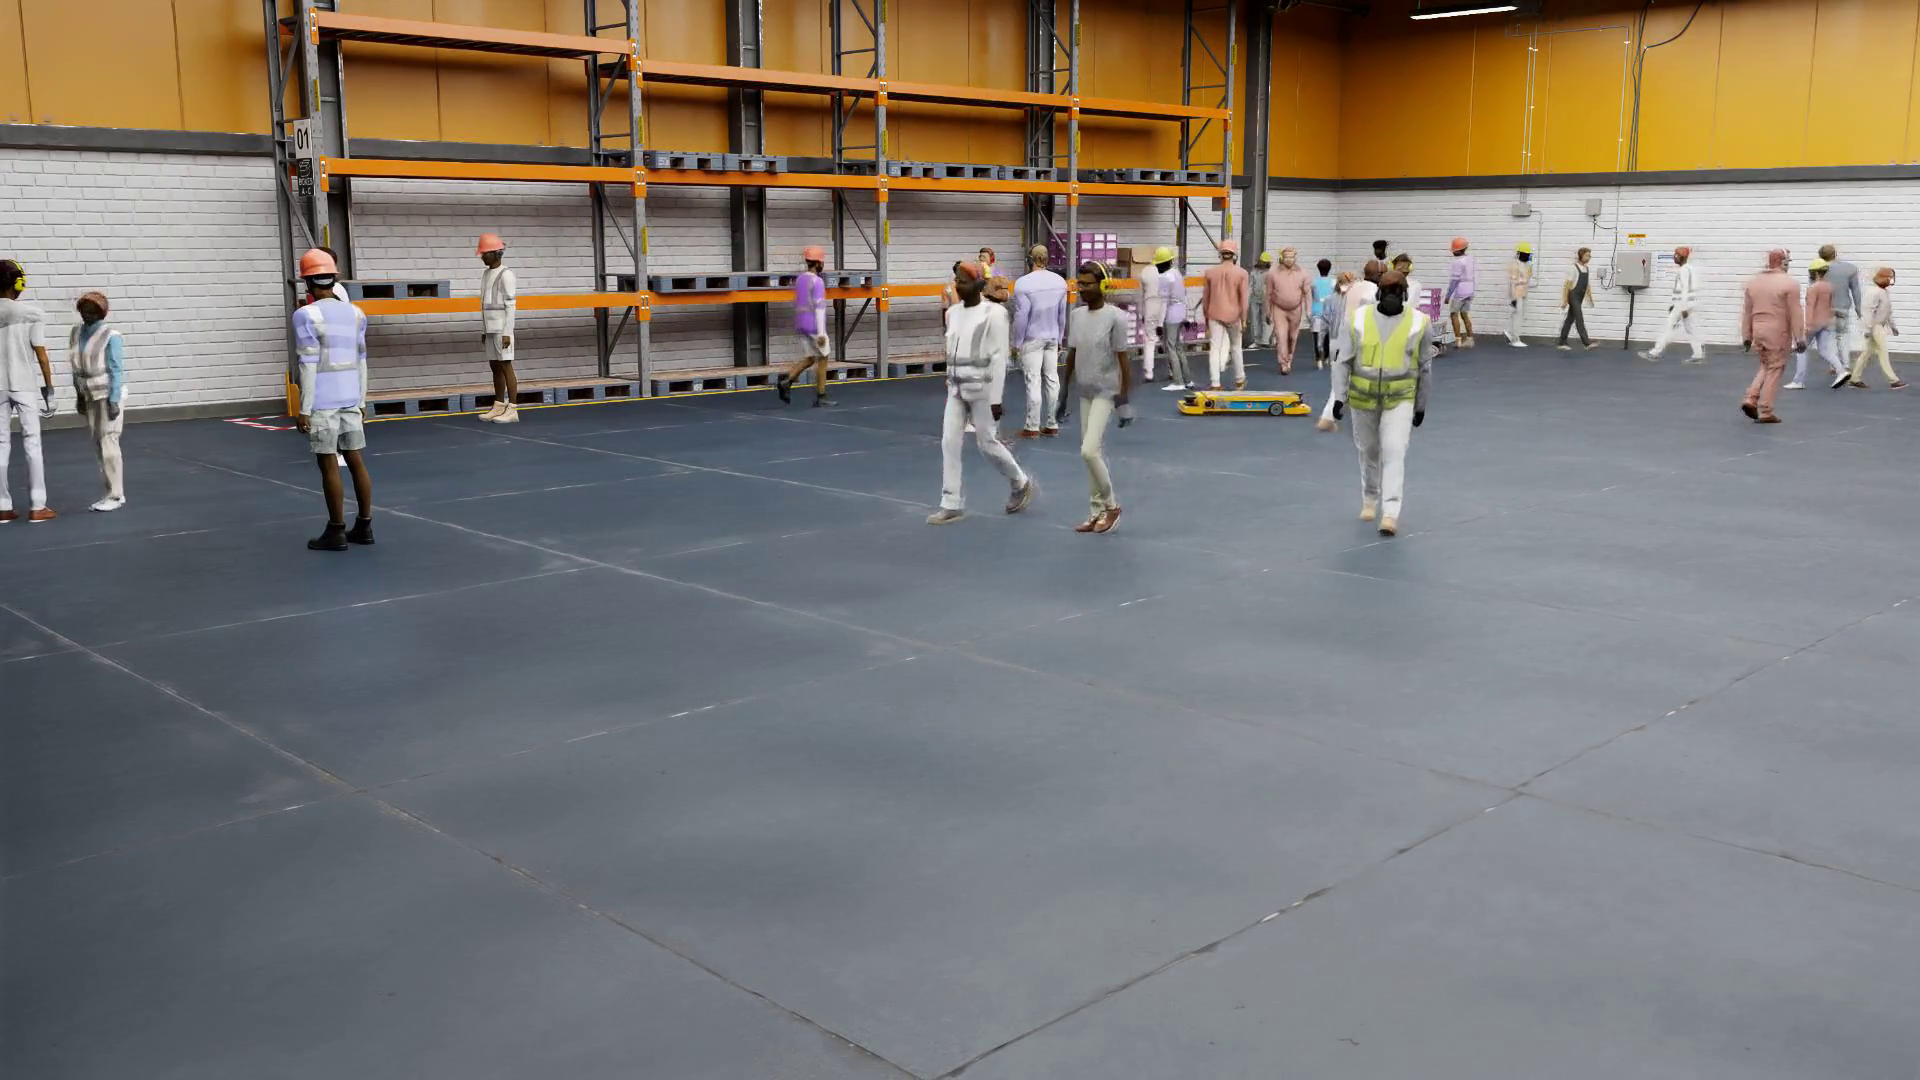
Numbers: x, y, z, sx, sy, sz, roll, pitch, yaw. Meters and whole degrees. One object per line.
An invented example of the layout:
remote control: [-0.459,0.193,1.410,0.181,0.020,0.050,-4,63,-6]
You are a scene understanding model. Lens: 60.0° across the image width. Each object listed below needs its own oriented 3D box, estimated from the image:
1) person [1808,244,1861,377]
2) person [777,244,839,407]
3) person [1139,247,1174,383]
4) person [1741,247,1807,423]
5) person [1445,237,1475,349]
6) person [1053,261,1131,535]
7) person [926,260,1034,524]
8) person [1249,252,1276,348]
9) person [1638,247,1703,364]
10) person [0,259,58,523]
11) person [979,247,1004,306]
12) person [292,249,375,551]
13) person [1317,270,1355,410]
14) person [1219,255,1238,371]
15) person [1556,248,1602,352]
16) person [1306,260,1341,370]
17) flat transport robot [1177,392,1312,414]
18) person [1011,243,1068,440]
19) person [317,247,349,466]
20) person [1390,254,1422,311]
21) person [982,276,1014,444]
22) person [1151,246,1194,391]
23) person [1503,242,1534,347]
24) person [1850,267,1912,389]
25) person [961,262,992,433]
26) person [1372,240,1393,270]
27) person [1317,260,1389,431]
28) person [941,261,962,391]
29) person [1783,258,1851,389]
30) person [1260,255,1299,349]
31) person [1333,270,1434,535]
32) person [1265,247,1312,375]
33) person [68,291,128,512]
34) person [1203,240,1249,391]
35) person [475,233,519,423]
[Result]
person: [12.557,-3.299,23.947,0.707,1.886,0.504,1,10,8]
person: [-1.776,-2.487,19.445,0.696,1.916,0.554,-8,13,-36]
person: [2.792,-3.116,23.042,0.657,1.854,0.992,5,11,25]
person: [8.785,-2.194,17.912,0.444,1.892,0.646,-3,11,-18]
person: [8.949,-4.400,29.700,0.420,1.987,0.651,9,14,40]
person: [0.889,-0.954,11.262,0.458,1.854,0.543,-8,13,-36]
person: [0.147,-1.054,11.816,0.860,1.858,0.584,-9,14,-41]
person: [5.440,-4.313,29.932,0.497,1.729,0.409,7,13,34]
person: [11.327,-3.700,26.286,0.985,1.832,0.598,7,12,33]
person: [-6.675,-1.039,11.737,0.529,1.851,0.341,-2,11,-11]
person: [0.388,-3.192,23.473,0.383,1.848,0.570,-9,14,-42]
person: [-4.067,-0.896,10.721,0.368,1.932,0.551,5,12,25]
person: [4.424,-2.301,19.247,0.540,1.616,0.420,4,11,20]
person: [4.039,-3.448,25.031,0.630,1.786,0.959,5,11,25]
person: [10.797,-4.148,28.825,0.505,1.796,0.942,-9,14,-41]
person: [5.519,-3.434,25.331,0.538,1.637,0.882,2,11,8]
flat transport robot: [3.225,-1.569,18.928,1.431,0.197,0.652,0,10,0]
person: [0.779,-1.966,16.542,0.627,1.941,0.371,-7,13,-34]
person: [-5.491,-1.608,14.646,0.398,1.920,0.590,-4,11,-23]
person: [4.876,-2.265,18.544,0.569,1.817,1.045,2,11,12]
person: [0.344,-1.747,16.181,0.268,1.632,0.507,-4,11,-22]
person: [2.740,-2.877,21.667,0.497,1.879,0.625,5,12,27]
person: [10.169,-4.455,30.199,0.457,1.902,0.609,9,13,39]
person: [12.165,-2.765,21.843,0.818,1.596,0.503,9,14,41]
person: [0.221,-1.967,17.084,0.618,1.746,0.534,-4,11,-23]
person: [7.669,-4.481,30.235,0.438,1.942,0.644,-3,11,-14]
person: [4.140,-2.000,17.212,0.991,1.785,0.632,-2,11,-12]
person: [0.018,-2.754,21.501,0.535,1.697,0.318,-1,10,-5]
person: [11.304,-2.821,21.786,0.544,1.734,0.760,-7,12,-32]
person: [5.733,-4.270,29.547,0.793,1.781,0.607,1,10,4]
person: [2.923,-0.967,11.522,0.639,1.795,0.976,4,11,20]
person: [4.809,-3.367,24.437,0.640,1.857,1.011,0,10,2]
person: [-6.358,-1.021,12.292,0.533,1.618,0.383,6,12,30]
person: [3.448,-2.877,21.487,0.632,1.937,1.008,4,11,19]
person: [-5.021,-2.285,18.000,0.374,2.043,0.608,-9,14,-41]
